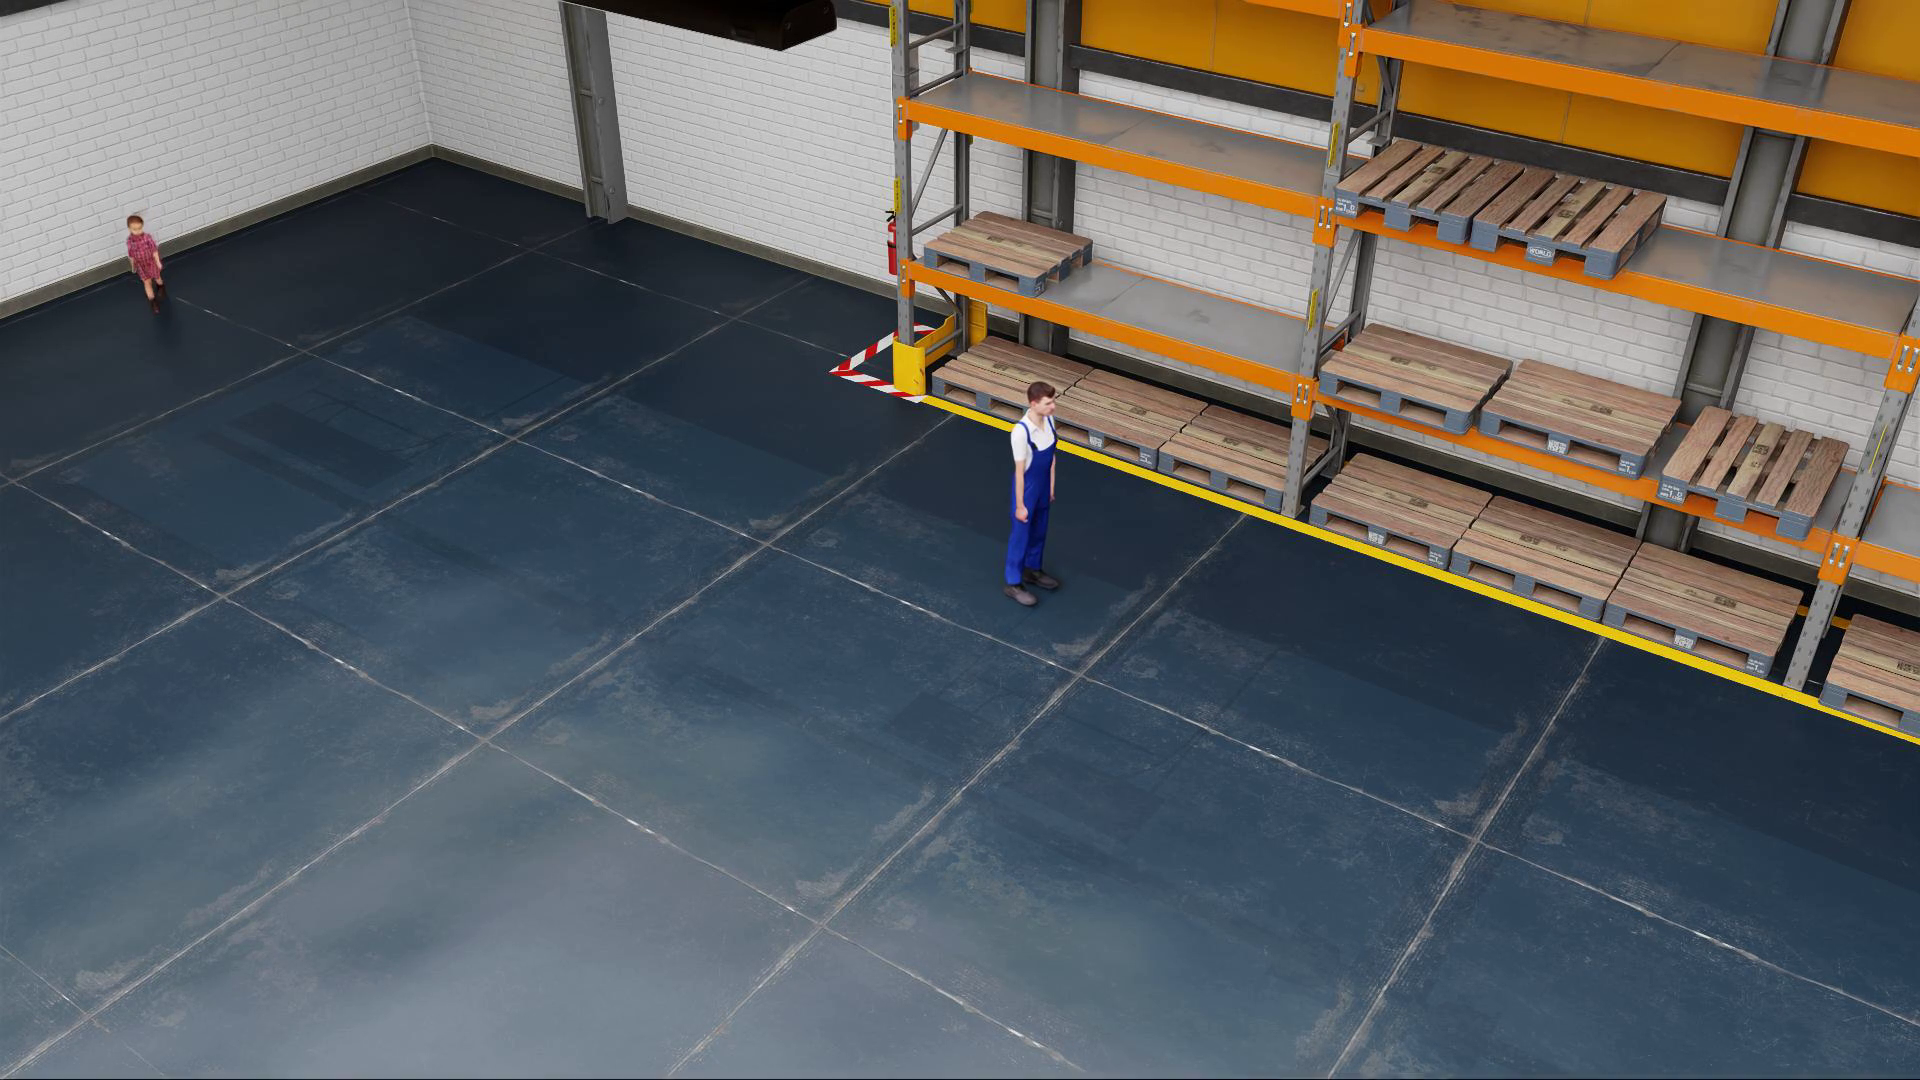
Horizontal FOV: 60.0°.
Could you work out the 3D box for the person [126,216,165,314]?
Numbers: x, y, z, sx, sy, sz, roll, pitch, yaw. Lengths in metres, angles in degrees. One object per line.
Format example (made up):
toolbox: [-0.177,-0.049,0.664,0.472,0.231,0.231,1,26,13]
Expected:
person: [-8.350,-2.875,17.069,0.688,1.003,0.811,-11,35,-16]

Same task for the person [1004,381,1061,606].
person: [0.539,-0.390,12.567,0.556,1.849,0.621,23,40,31]
